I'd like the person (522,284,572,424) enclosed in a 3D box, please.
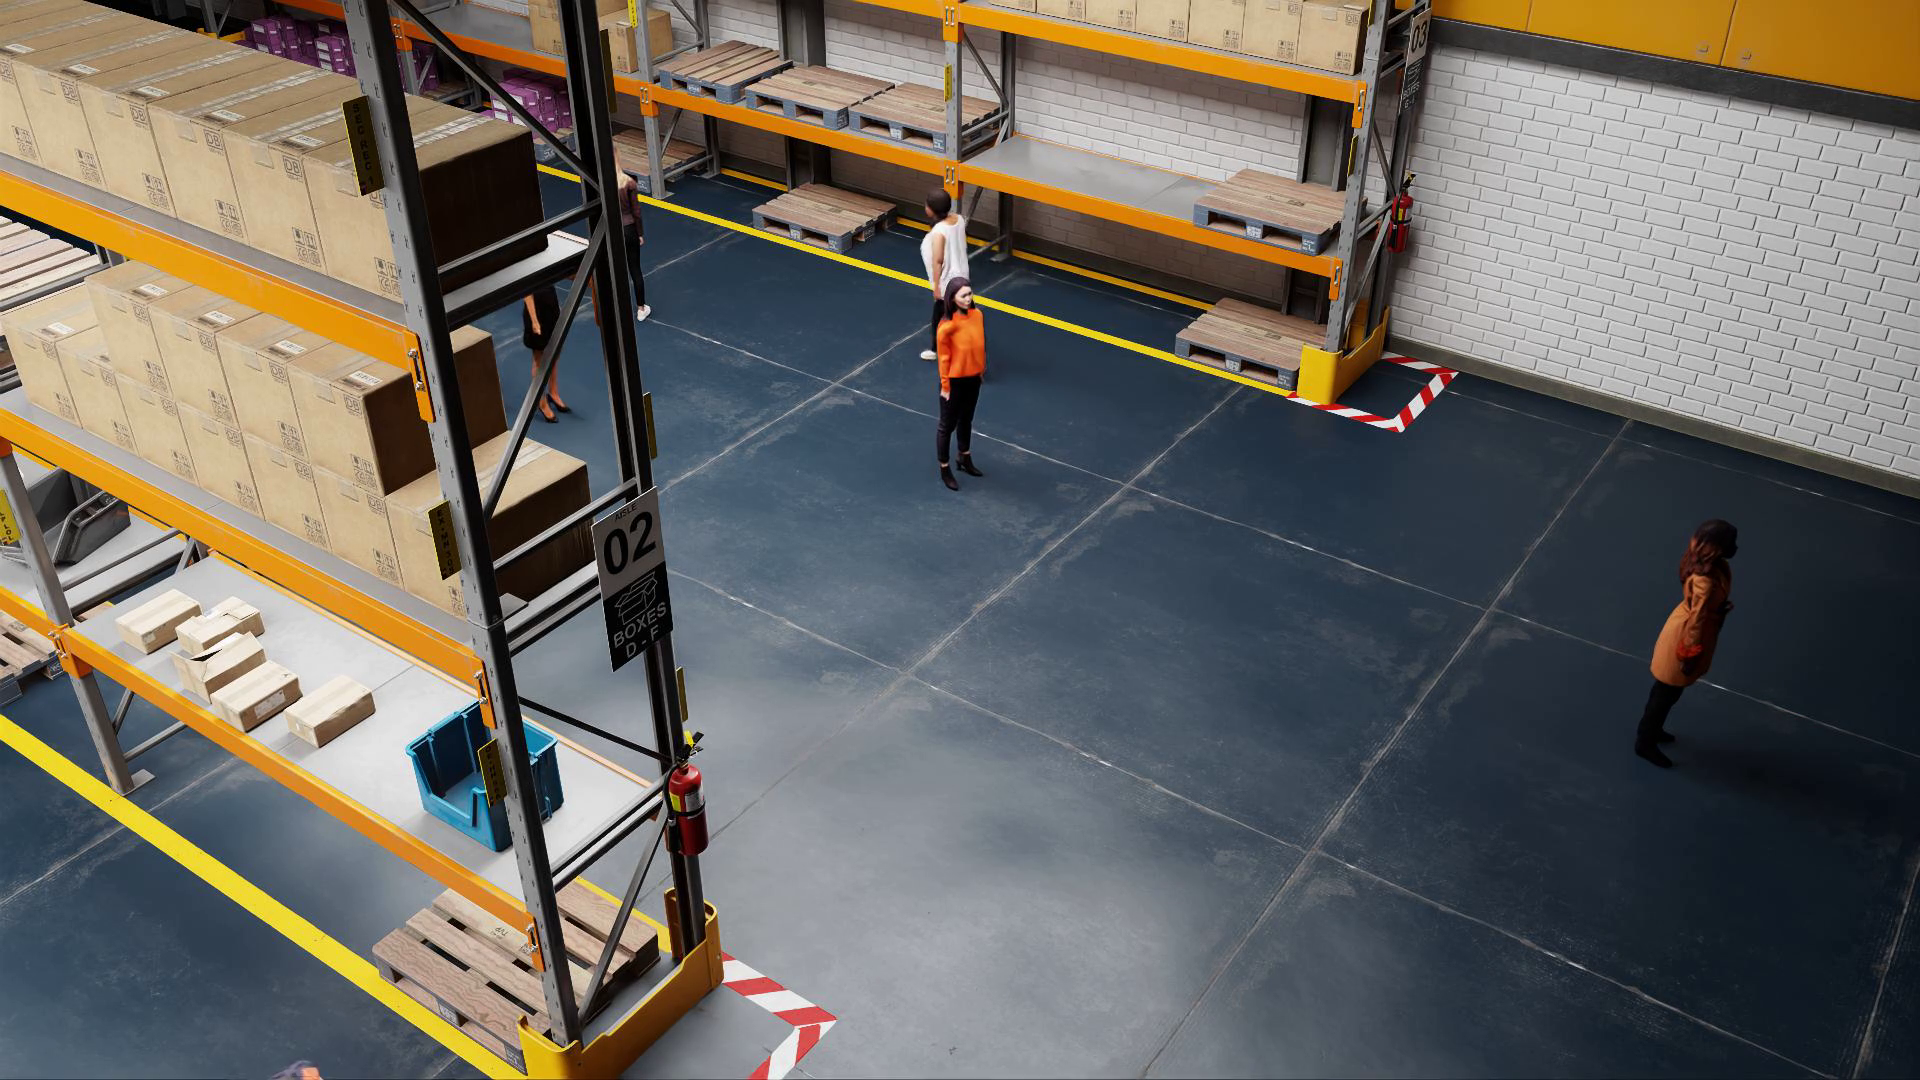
[{"bbox_3d":[-3.477,-1.848,13.848,0.618,1.834,0.643,10,35,15],"label":"person"}]

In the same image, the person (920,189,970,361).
[{"bbox_3d":[-0.072,-2.259,14.619,0.983,1.664,0.792,15,36,21],"label":"person"}]

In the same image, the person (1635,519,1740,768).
[{"bbox_3d":[4.481,0.613,10.246,0.645,1.722,0.732,15,36,21],"label":"person"}]

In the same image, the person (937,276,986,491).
[{"bbox_3d":[-0.008,-1.254,13.031,0.659,1.749,0.612,-28,43,-36],"label":"person"}]
